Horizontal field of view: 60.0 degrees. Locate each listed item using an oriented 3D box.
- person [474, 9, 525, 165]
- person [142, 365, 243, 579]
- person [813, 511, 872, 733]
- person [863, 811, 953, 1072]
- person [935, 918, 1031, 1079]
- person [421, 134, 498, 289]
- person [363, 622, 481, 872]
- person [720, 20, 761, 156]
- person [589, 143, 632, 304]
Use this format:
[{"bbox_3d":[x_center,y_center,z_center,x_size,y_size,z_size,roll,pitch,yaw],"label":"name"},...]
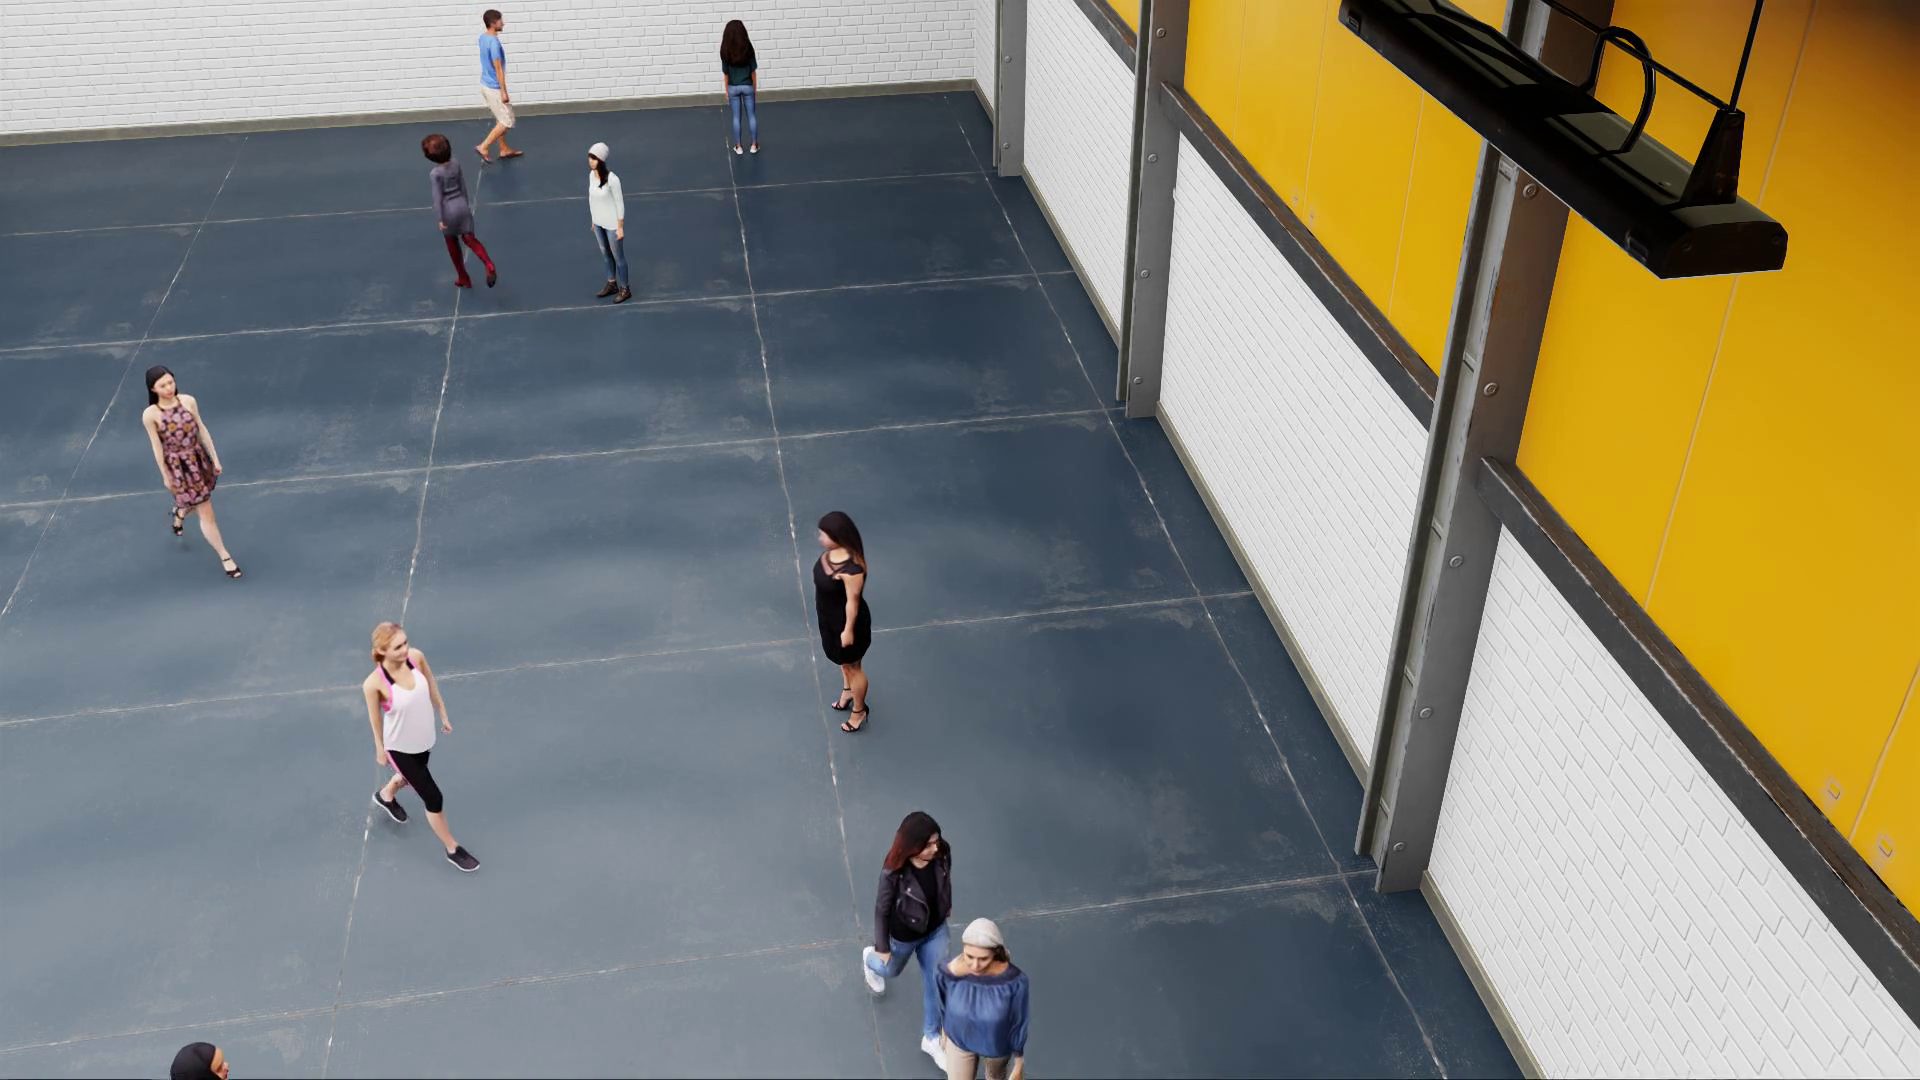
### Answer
[{"bbox_3d":[-5.606,-5.379,19.858,0.983,1.843,0.977,-23,40,-31],"label":"person"},{"bbox_3d":[-5.920,-0.549,12.682,1.176,1.743,1.089,22,40,30],"label":"person"},{"bbox_3d":[-0.756,0.530,11.086,0.720,1.712,0.554,-9,35,-13],"label":"person"},{"bbox_3d":[-0.293,2.048,8.906,0.970,1.597,1.204,-19,38,-26],"label":"person"},{"bbox_3d":[0.129,2.449,8.260,0.875,1.645,1.190,5,34,8],"label":"person"},{"bbox_3d":[-5.045,-3.270,16.822,1.048,1.690,0.985,22,40,30],"label":"person"},{"bbox_3d":[-3.385,1.192,10.056,1.165,1.750,1.145,17,37,24],"label":"person"},{"bbox_3d":[-2.671,-5.516,20.273,0.600,1.612,0.590,-4,34,-5],"label":"person"},{"bbox_3d":[-3.551,-3.202,16.762,0.632,1.644,0.698,22,40,30],"label":"person"}]
